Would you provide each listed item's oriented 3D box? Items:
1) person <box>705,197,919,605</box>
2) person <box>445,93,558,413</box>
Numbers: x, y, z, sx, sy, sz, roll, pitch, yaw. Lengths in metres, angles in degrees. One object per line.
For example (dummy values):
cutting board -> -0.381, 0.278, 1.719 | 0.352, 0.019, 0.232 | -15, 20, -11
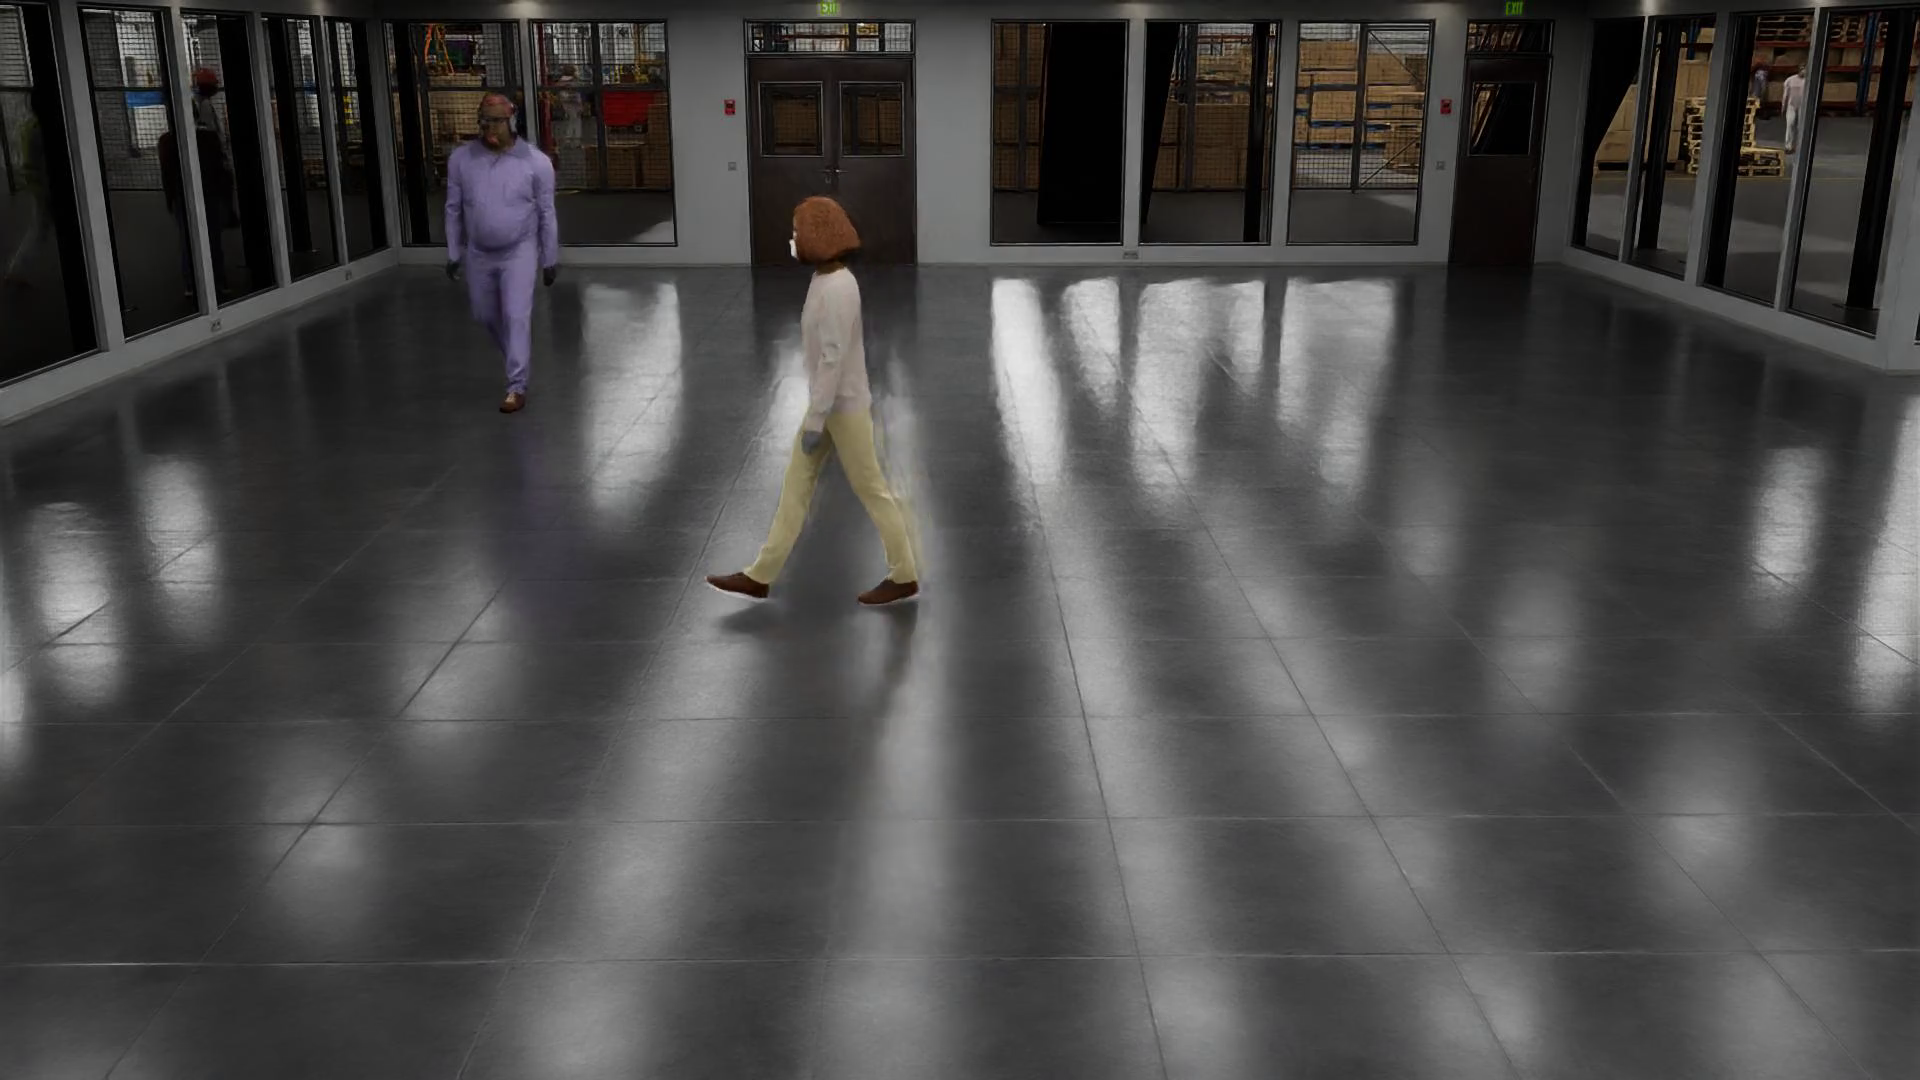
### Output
person -> -0.544, -0.495, 6.330 | 0.843, 1.581, 0.522 | -4, 17, -14
person -> -2.765, -1.760, 10.135 | 0.657, 1.885, 0.757 | 1, 16, 3
